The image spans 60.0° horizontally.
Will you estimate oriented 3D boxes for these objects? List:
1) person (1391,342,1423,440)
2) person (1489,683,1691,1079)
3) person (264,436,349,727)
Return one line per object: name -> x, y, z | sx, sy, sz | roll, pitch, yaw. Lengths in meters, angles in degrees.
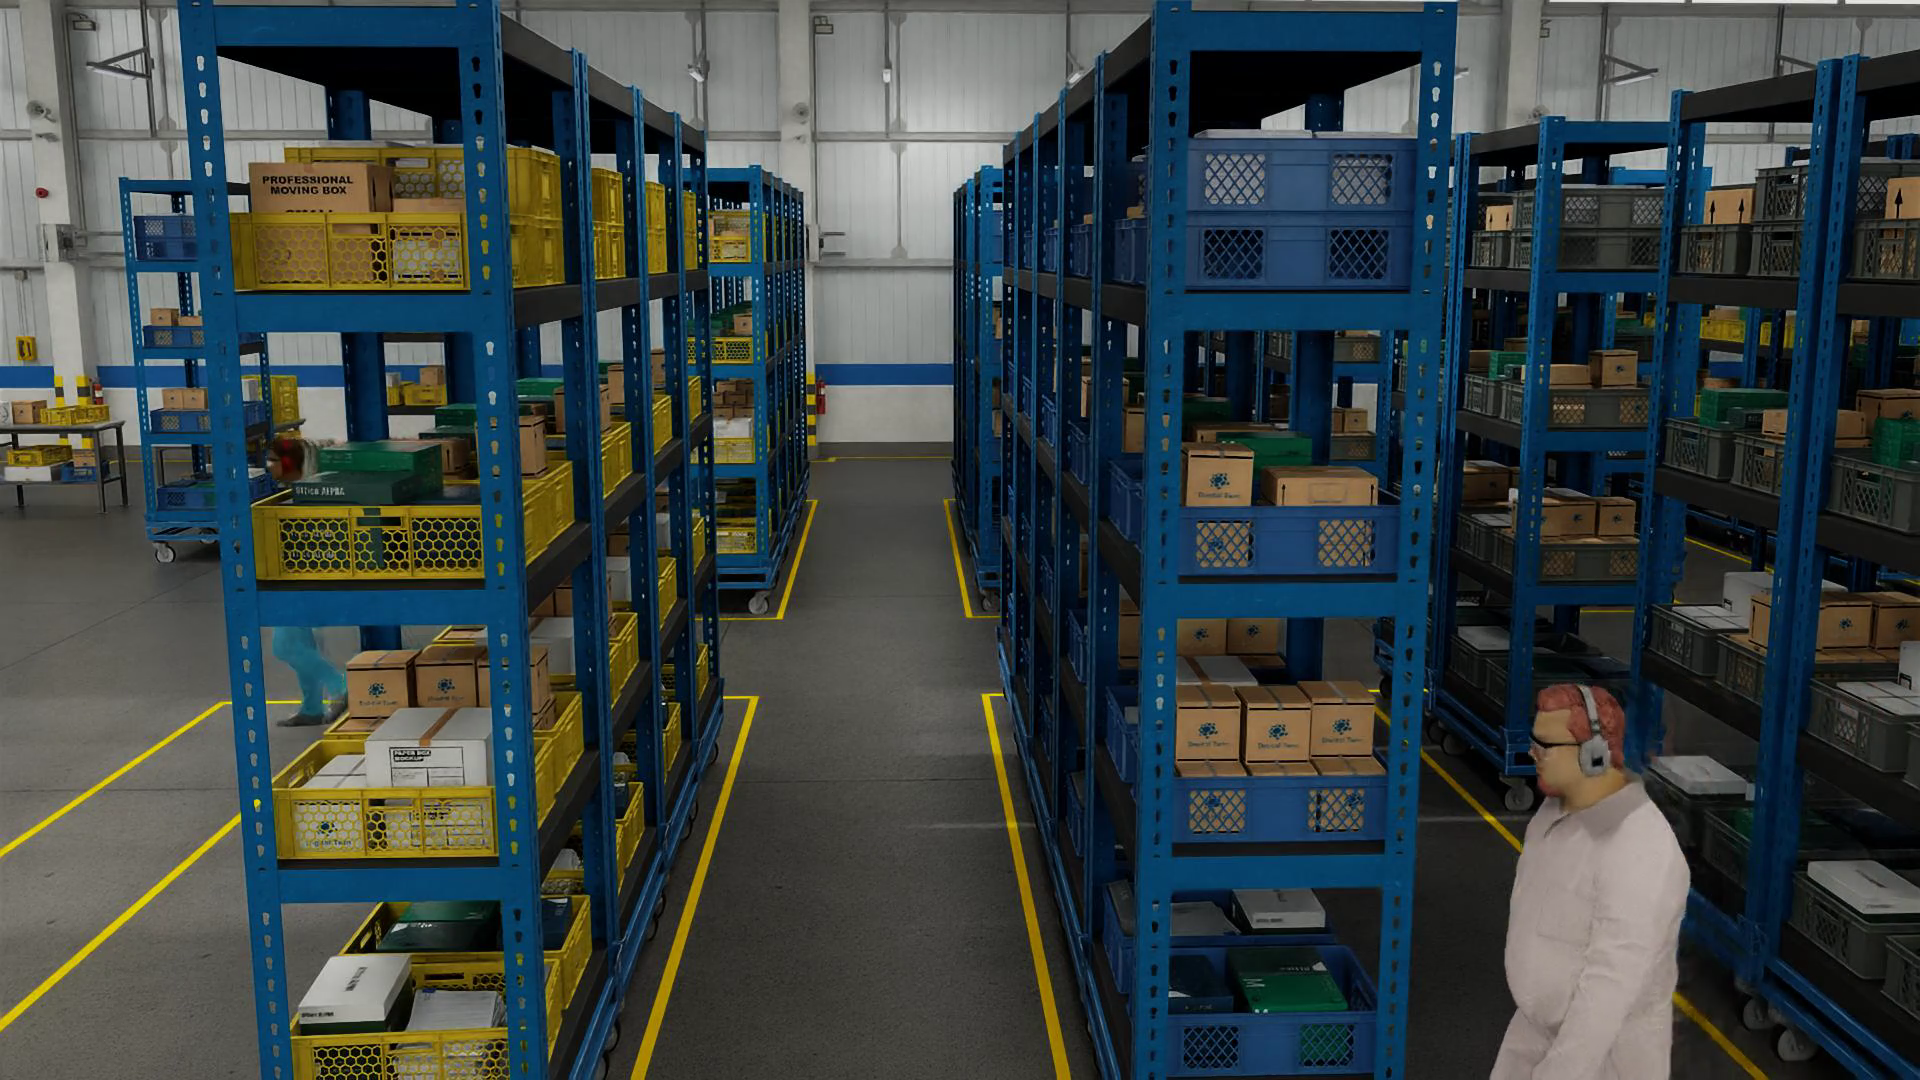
person -> 5.581, -1.588, 20.948 | 0.934, 1.777, 0.615 | -2, 10, -14
person -> 1.517, 1.295, 4.322 | 0.933, 1.862, 0.642 | -1, 10, -6
person -> -4.036, 0.274, 10.211 | 0.440, 1.828, 0.596 | -3, 10, -16
